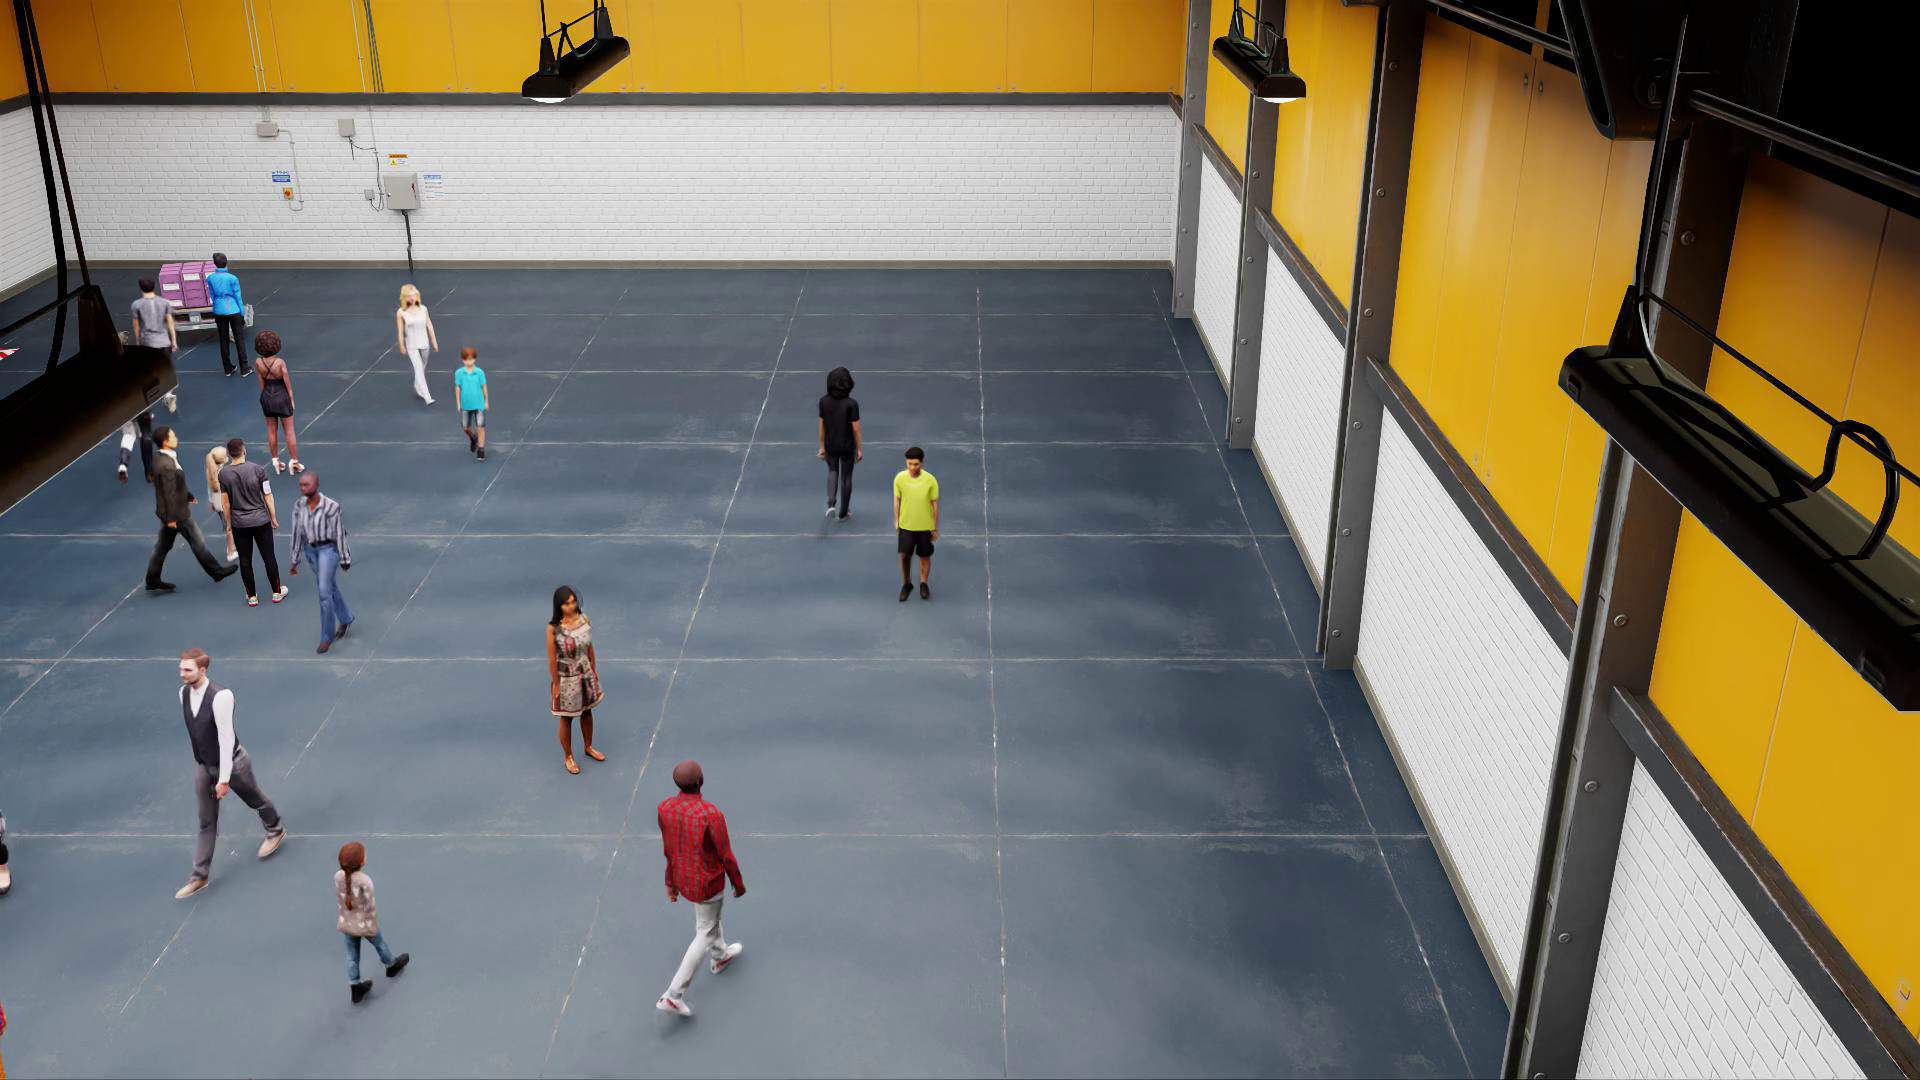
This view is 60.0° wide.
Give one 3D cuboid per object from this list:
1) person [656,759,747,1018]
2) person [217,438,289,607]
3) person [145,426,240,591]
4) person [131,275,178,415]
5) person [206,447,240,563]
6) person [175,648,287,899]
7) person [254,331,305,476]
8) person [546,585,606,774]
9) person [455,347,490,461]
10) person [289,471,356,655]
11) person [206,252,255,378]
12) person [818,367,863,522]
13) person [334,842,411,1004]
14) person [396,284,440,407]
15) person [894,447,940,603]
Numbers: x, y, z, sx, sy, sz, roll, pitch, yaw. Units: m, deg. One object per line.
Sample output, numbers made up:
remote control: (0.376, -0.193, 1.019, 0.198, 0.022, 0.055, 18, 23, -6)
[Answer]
person: (-1.777, 2.312, 11.069, 1.083, 1.801, 1.273, 15, 28, 30)
person: (-7.192, -0.188, 16.835, 0.698, 1.763, 0.633, -7, 25, -16)
person: (-8.160, -0.282, 17.049, 1.175, 1.764, 1.181, -17, 29, -34)
person: (-10.730, -2.589, 22.220, 1.044, 1.849, 1.135, -19, 30, -36)
person: (-7.930, -0.371, 17.883, 0.584, 1.259, 0.730, 4, 24, 10)
person: (-5.461, 1.642, 12.498, 0.993, 1.884, 1.354, 9, 25, 19)
person: (-8.291, -1.659, 20.171, 0.542, 1.786, 0.534, 1, 24, 2)
person: (-3.245, 1.136, 13.953, 0.774, 1.645, 0.704, 20, 31, 39)
person: (-6.078, -1.731, 20.767, 0.591, 1.441, 0.694, -4, 24, -8)
person: (-6.107, 0.141, 16.078, 0.780, 1.767, 0.984, 7, 25, 15)
person: (-10.462, -3.225, 23.741, 0.596, 1.797, 0.550, -1, 24, -2)
person: (-1.385, -1.033, 18.703, 0.734, 1.816, 0.799, 5, 24, 12)
person: (-4.086, 2.595, 11.202, 0.585, 1.176, 0.761, 6, 24, 13)
person: (-7.425, -2.678, 22.700, 1.028, 1.627, 1.122, -19, 30, -37)
person: (-0.434, -0.207, 16.968, 0.628, 1.692, 0.671, 1, 24, 3)
